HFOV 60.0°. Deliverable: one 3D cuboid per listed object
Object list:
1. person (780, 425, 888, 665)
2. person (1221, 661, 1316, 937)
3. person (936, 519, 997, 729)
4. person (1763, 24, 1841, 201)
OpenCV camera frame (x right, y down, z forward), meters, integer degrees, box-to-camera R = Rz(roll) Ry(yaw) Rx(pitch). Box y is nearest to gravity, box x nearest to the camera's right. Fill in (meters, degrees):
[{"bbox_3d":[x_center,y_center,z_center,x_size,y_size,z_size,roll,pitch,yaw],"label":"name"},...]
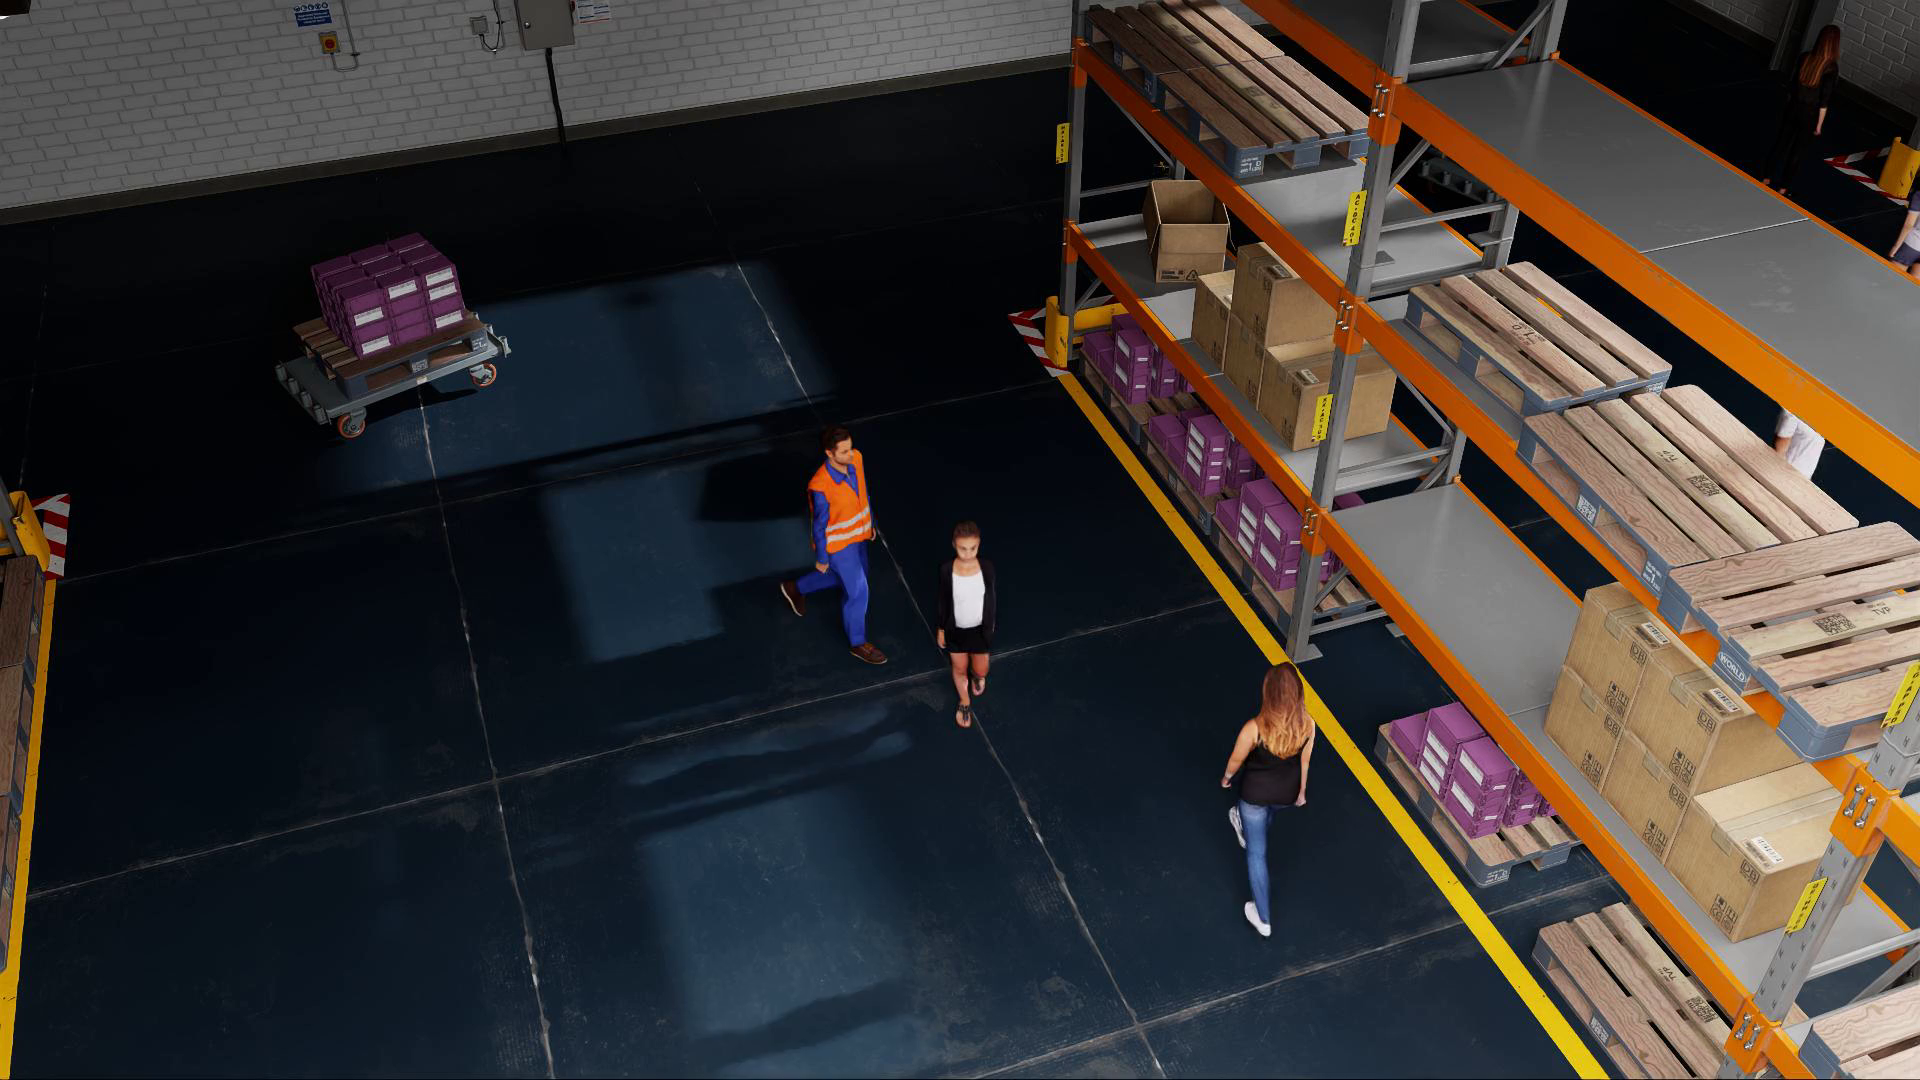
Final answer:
[{"bbox_3d":[-0.825,-0.011,10.739,1.139,1.837,1.090,16,41,19],"label":"person"},{"bbox_3d":[1.699,1.437,9.058,0.645,1.672,1.124,-9,40,-12],"label":"person"},{"bbox_3d":[0.032,0.466,10.379,0.642,1.542,0.756,-1,39,-1],"label":"person"},{"bbox_3d":[8.069,-4.096,15.955,0.674,1.711,0.500,-17,42,-21],"label":"person"}]
